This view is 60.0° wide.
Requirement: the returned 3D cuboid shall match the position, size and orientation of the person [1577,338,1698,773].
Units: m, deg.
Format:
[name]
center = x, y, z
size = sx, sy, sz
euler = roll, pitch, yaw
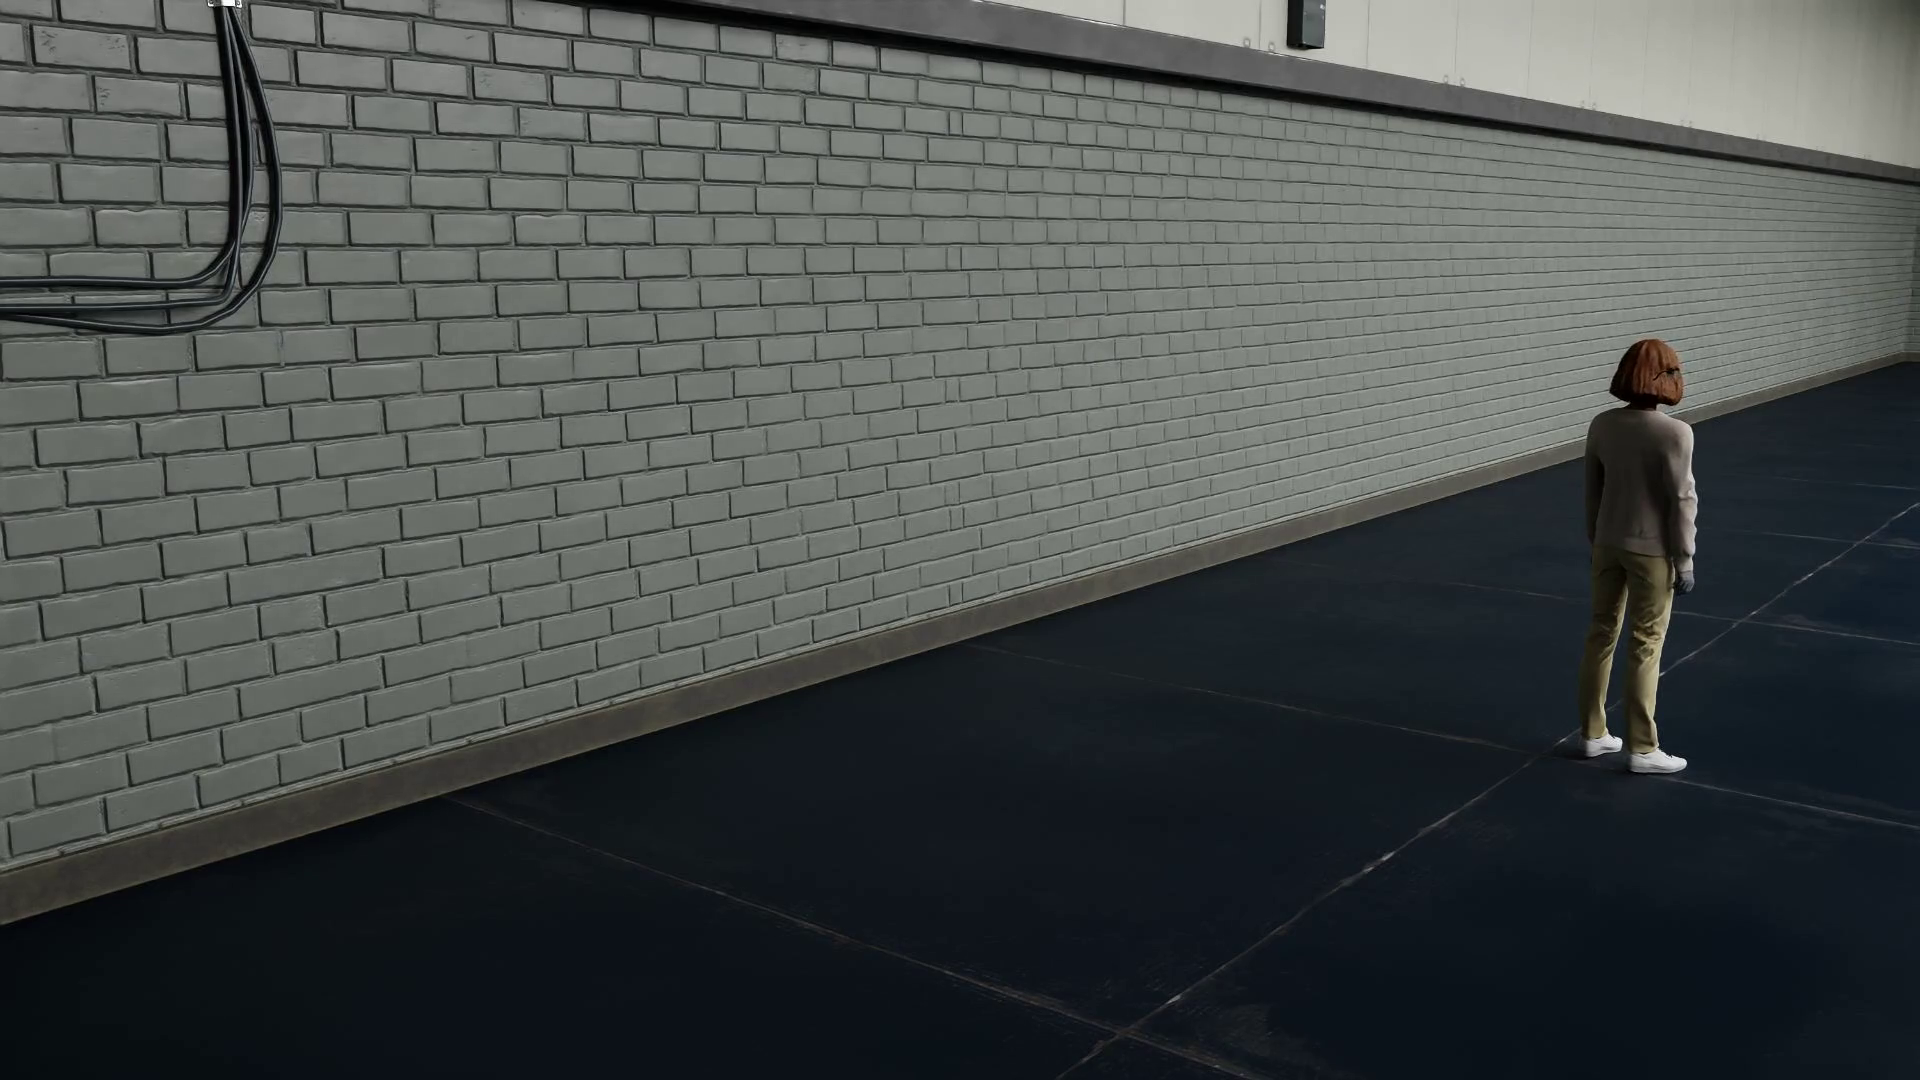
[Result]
[person]
center = 2.576, 0.056, 6.323
size = 0.284, 1.636, 0.500
euler = -5, 11, -25
